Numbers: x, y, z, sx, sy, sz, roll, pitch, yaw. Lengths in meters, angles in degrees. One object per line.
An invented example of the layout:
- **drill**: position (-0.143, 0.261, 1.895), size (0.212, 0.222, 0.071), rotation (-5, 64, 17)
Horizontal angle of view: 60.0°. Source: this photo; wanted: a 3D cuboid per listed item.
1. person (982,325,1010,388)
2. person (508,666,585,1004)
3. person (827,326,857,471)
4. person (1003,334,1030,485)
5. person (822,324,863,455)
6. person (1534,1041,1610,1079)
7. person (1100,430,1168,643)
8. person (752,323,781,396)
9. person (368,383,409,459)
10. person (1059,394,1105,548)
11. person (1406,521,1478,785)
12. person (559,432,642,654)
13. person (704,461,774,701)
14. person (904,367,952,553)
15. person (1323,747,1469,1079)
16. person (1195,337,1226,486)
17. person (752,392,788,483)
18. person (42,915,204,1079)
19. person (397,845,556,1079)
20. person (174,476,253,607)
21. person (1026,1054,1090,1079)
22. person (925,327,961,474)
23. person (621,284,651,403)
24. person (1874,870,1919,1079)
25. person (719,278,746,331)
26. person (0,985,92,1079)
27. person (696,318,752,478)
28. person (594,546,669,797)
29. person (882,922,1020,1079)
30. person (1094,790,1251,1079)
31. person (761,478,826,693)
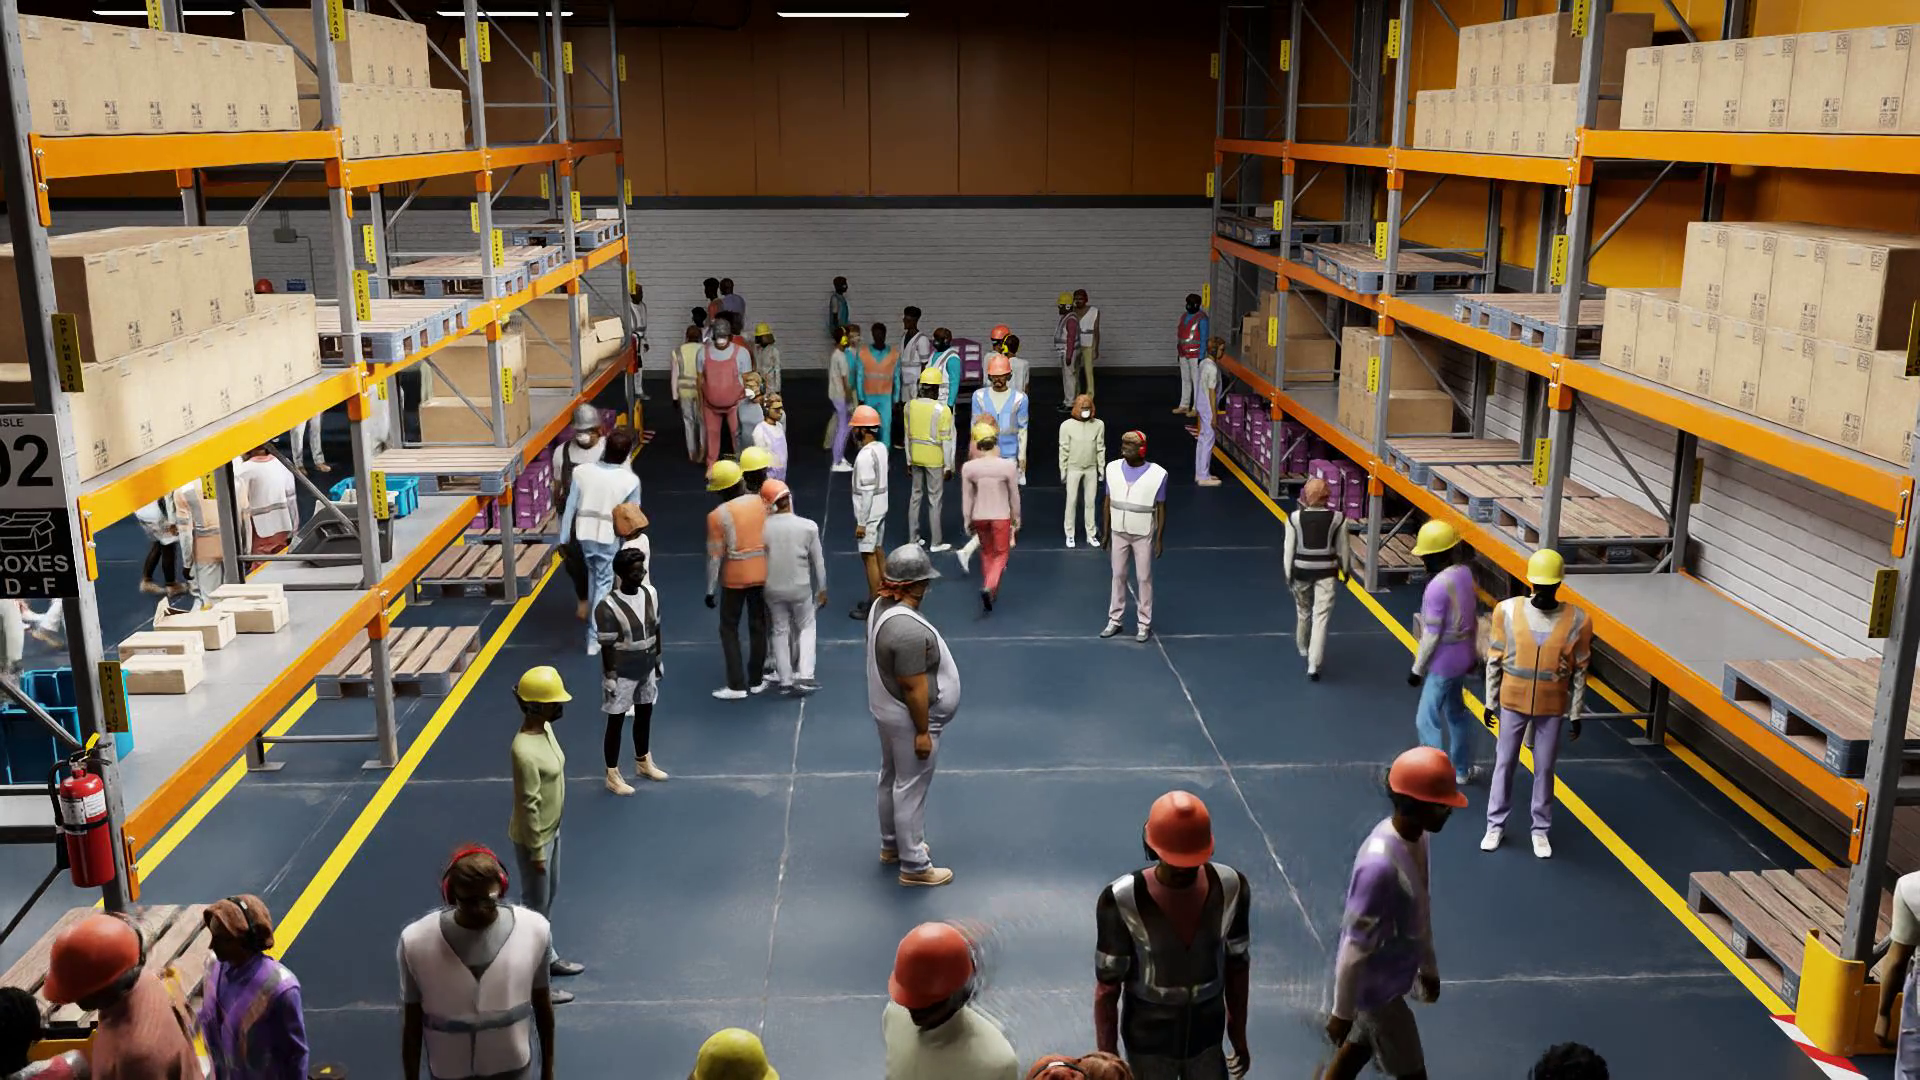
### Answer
- **person**: position (0.477, -1.696, 20.609), size (0.386, 1.929, 0.543), rotation (-6, 15, -21)
- **person**: position (-2.108, 1.486, 8.452), size (0.340, 1.761, 0.527), rotation (-1, 14, -2)
- **person**: position (-1.467, -1.774, 21.058), size (0.413, 1.855, 0.569), rotation (-3, 15, -13)
- **person**: position (0.623, -1.574, 20.264), size (0.509, 1.863, 0.326), rotation (-9, 17, -31)
- **person**: position (-1.448, -1.957, 21.904), size (0.972, 1.788, 0.597), rotation (10, 17, 35)
- **person**: position (1.843, 2.359, 5.239), size (0.860, 1.632, 0.538), rotation (-12, 19, -40)
- **person**: position (1.496, -0.042, 14.289), size (0.563, 1.838, 0.388), rotation (7, 16, 25)
- **person**: position (-2.614, -2.056, 22.407), size (0.489, 1.735, 0.329), rotation (11, 18, 36)
- **person**: position (-6.459, -1.149, 18.602), size (0.548, 1.855, 0.567), rotation (-1, 14, -3)
- **person**: position (1.279, -0.723, 17.391), size (0.502, 1.626, 0.291), rotation (-4, 15, -14)
- **person**: position (3.211, 0.777, 11.013), size (0.420, 1.885, 0.830), rotation (10, 17, 33)
- **person**: position (-2.995, 0.001, 14.073), size (0.671, 1.857, 0.753), rotation (3, 15, 11)
- **person**: position (-1.654, 0.314, 12.807), size (0.642, 1.886, 0.394), rotation (-10, 17, -33)
- **person**: position (-0.317, -0.832, 17.244), size (0.583, 1.918, 0.407), rotation (10, 17, 33)
- **person**: position (1.827, 1.797, 6.725), size (0.896, 2.005, 0.627), rotation (7, 16, 25)
- **person**: position (3.051, -1.568, 20.294), size (0.357, 1.835, 0.516), rotation (-2, 14, -7)
- **person**: position (-1.823, -0.522, 16.156), size (0.330, 1.844, 0.520), rotation (5, 15, 17)
- **person**: position (-2.816, 2.117, 5.639), size (0.942, 1.921, 0.691), rotation (-8, 16, -29)
- **person**: position (-1.822, 1.996, 6.327), size (0.583, 1.816, 0.737), rotation (-5, 15, -18)
- **person**: position (-6.054, 0.100, 13.546), size (0.355, 1.930, 0.587), rotation (13, 19, 42)
- **person**: position (0.281, 2.358, 4.789), size (0.576, 1.880, 0.358), rotation (1, 14, 3)
- **person**: position (-0.238, -1.769, 21.057), size (0.429, 1.847, 0.627), rotation (-8, 16, -29)
- **person**: position (-5.122, -3.116, 26.299), size (0.379, 1.876, 0.581), rotation (6, 16, 24)
- **person**: position (3.974, 1.905, 6.655), size (0.567, 1.836, 0.394), rotation (2, 14, 8)
- **person**: position (-3.663, -3.221, 26.590), size (0.375, 1.933, 0.625), rotation (8, 17, 30)
- **person**: position (-3.073, 2.260, 5.544), size (0.355, 1.692, 0.546), rotation (10, 17, 35)
- **person**: position (-2.933, -1.765, 20.646), size (0.702, 2.000, 0.536), rotation (1, 14, 3)
- **person**: position (-2.186, 0.856, 11.062), size (0.322, 1.690, 0.533), rotation (10, 17, 34)
- **person**: position (-0.030, 2.137, 5.492), size (0.632, 1.961, 0.698), rotation (13, 19, 41)
- **person**: position (0.815, 1.891, 6.327), size (0.613, 2.031, 0.403), rotation (-3, 15, -13)
- **person**: position (-1.333, 0.363, 12.927), size (0.587, 1.724, 0.357), rotation (1, 14, 4)
